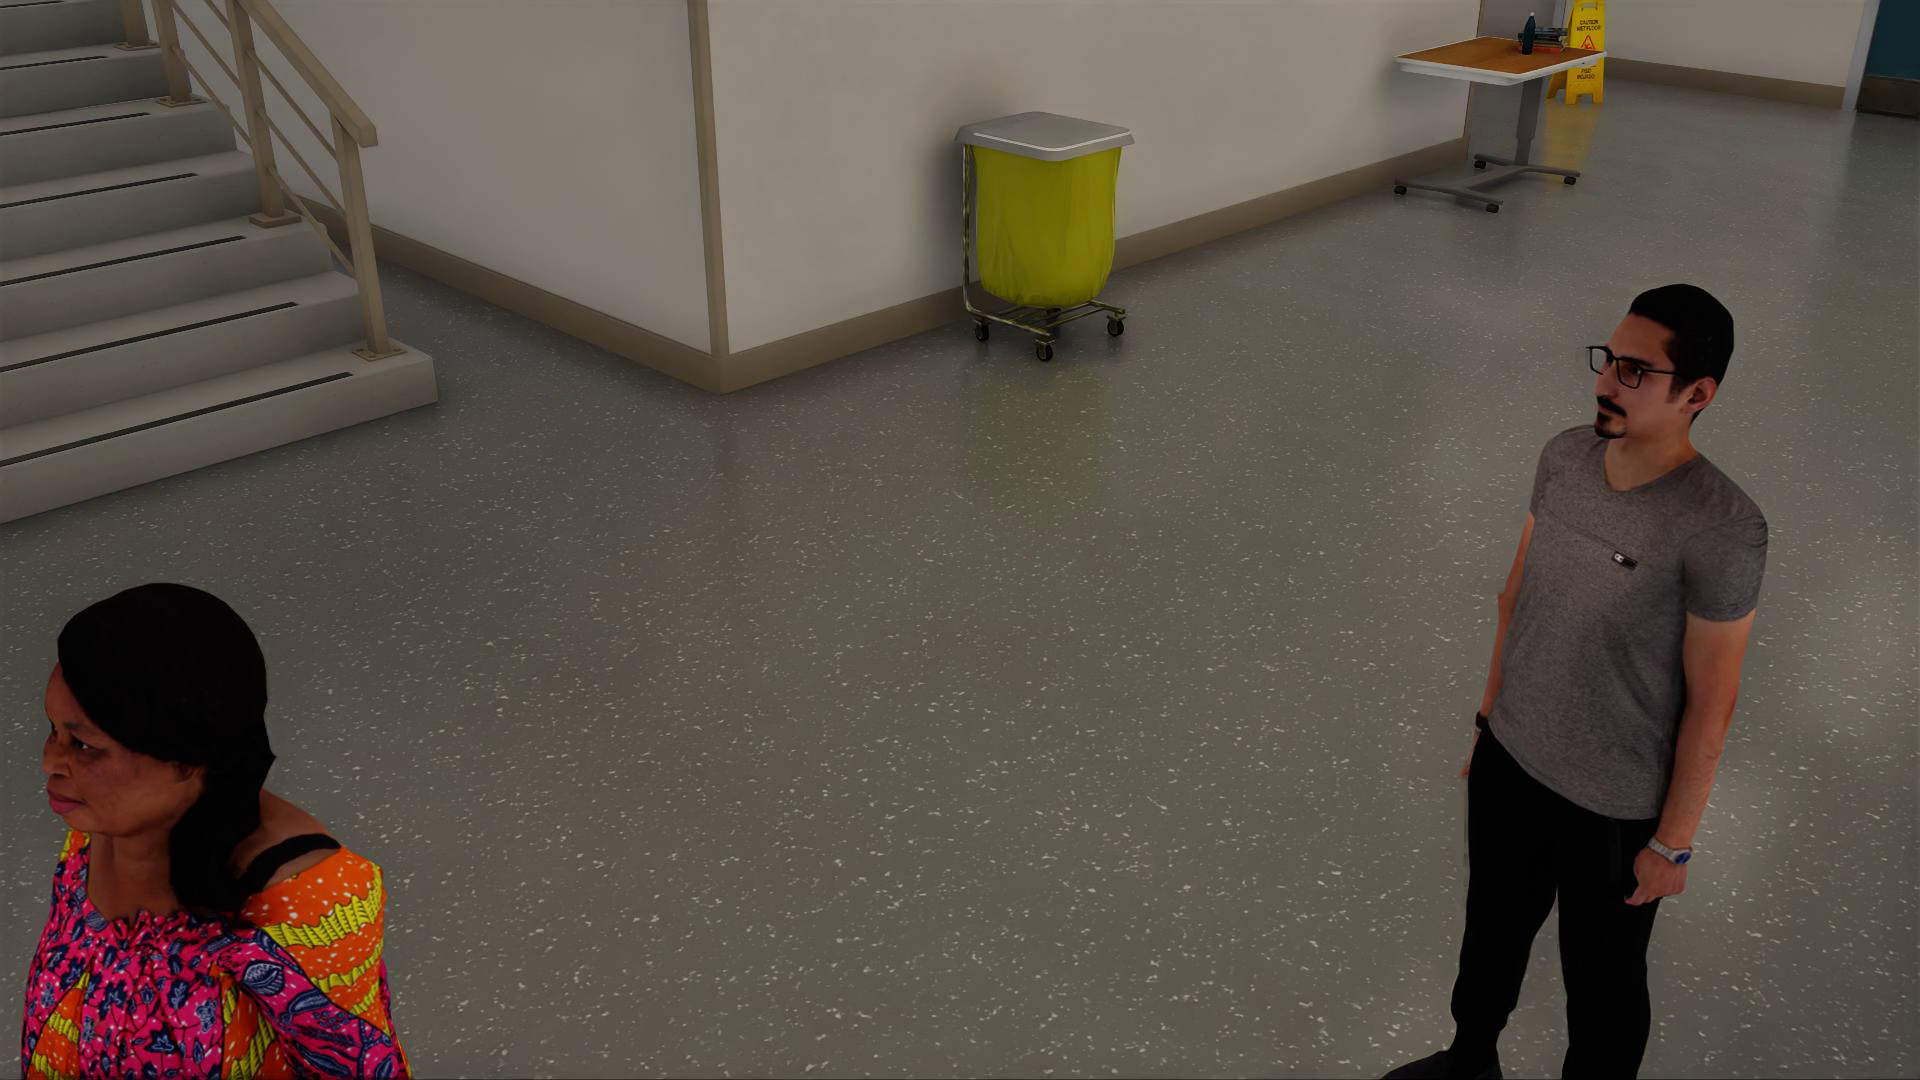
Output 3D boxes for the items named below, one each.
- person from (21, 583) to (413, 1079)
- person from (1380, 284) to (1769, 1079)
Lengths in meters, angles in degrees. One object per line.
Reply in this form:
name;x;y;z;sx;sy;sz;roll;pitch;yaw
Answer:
person;-0.909;0.798;2.143;0.665;1.686;0.768;15;29;28
person;1.093;0.395;2.899;0.752;1.754;0.603;-12;28;-24
